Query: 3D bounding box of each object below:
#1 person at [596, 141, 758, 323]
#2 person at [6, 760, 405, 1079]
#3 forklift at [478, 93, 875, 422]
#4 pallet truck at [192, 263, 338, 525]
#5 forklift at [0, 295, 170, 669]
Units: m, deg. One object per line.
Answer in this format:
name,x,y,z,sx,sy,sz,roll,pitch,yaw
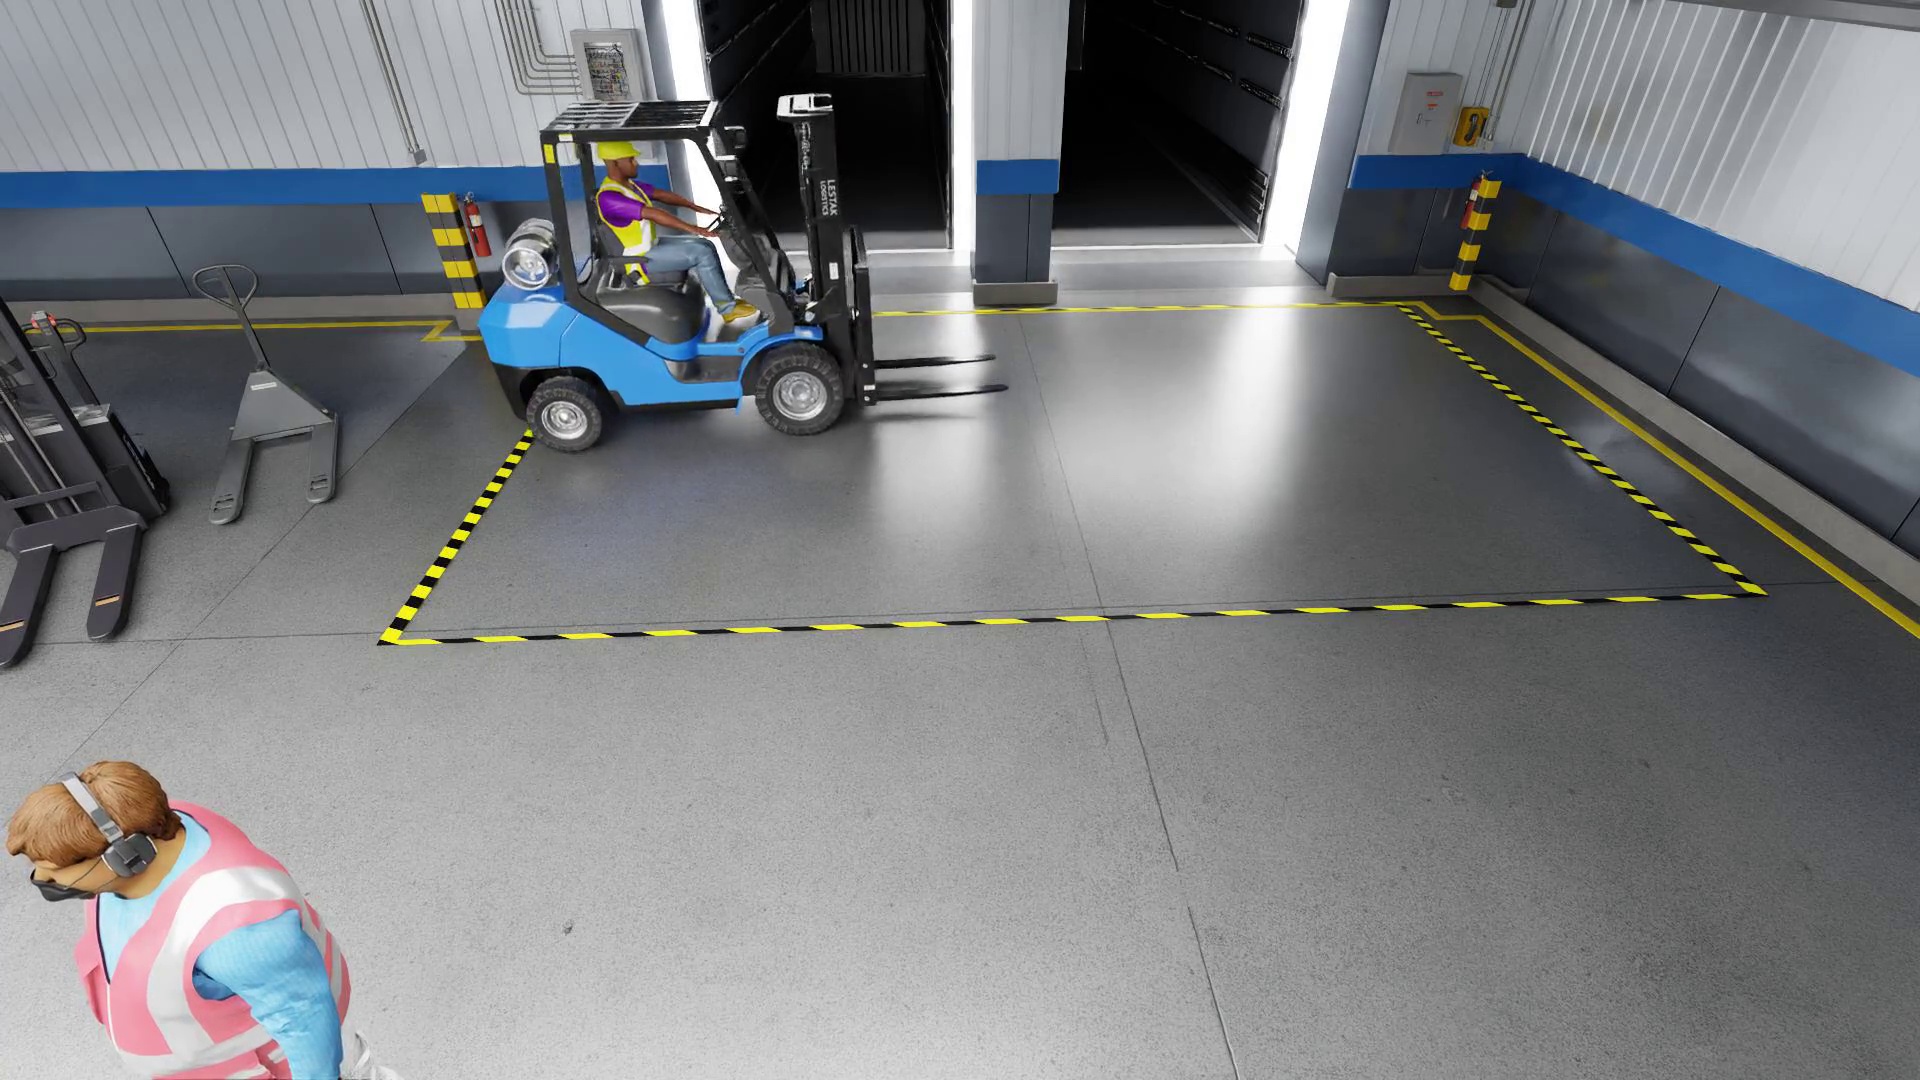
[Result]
person,-1.970,-2.176,6.478,1.004,1.293,0.635,-4,35,-6
person,-1.785,1.242,2.341,0.624,1.844,0.429,18,39,24
forklift,-2.030,-2.022,6.584,2.680,2.036,1.157,-4,35,-6
pallet truck,-4.778,-1.027,6.128,0.680,1.201,1.601,-17,38,-23
forklift,-5.212,-0.618,4.878,0.823,1.965,1.885,-20,39,-26
